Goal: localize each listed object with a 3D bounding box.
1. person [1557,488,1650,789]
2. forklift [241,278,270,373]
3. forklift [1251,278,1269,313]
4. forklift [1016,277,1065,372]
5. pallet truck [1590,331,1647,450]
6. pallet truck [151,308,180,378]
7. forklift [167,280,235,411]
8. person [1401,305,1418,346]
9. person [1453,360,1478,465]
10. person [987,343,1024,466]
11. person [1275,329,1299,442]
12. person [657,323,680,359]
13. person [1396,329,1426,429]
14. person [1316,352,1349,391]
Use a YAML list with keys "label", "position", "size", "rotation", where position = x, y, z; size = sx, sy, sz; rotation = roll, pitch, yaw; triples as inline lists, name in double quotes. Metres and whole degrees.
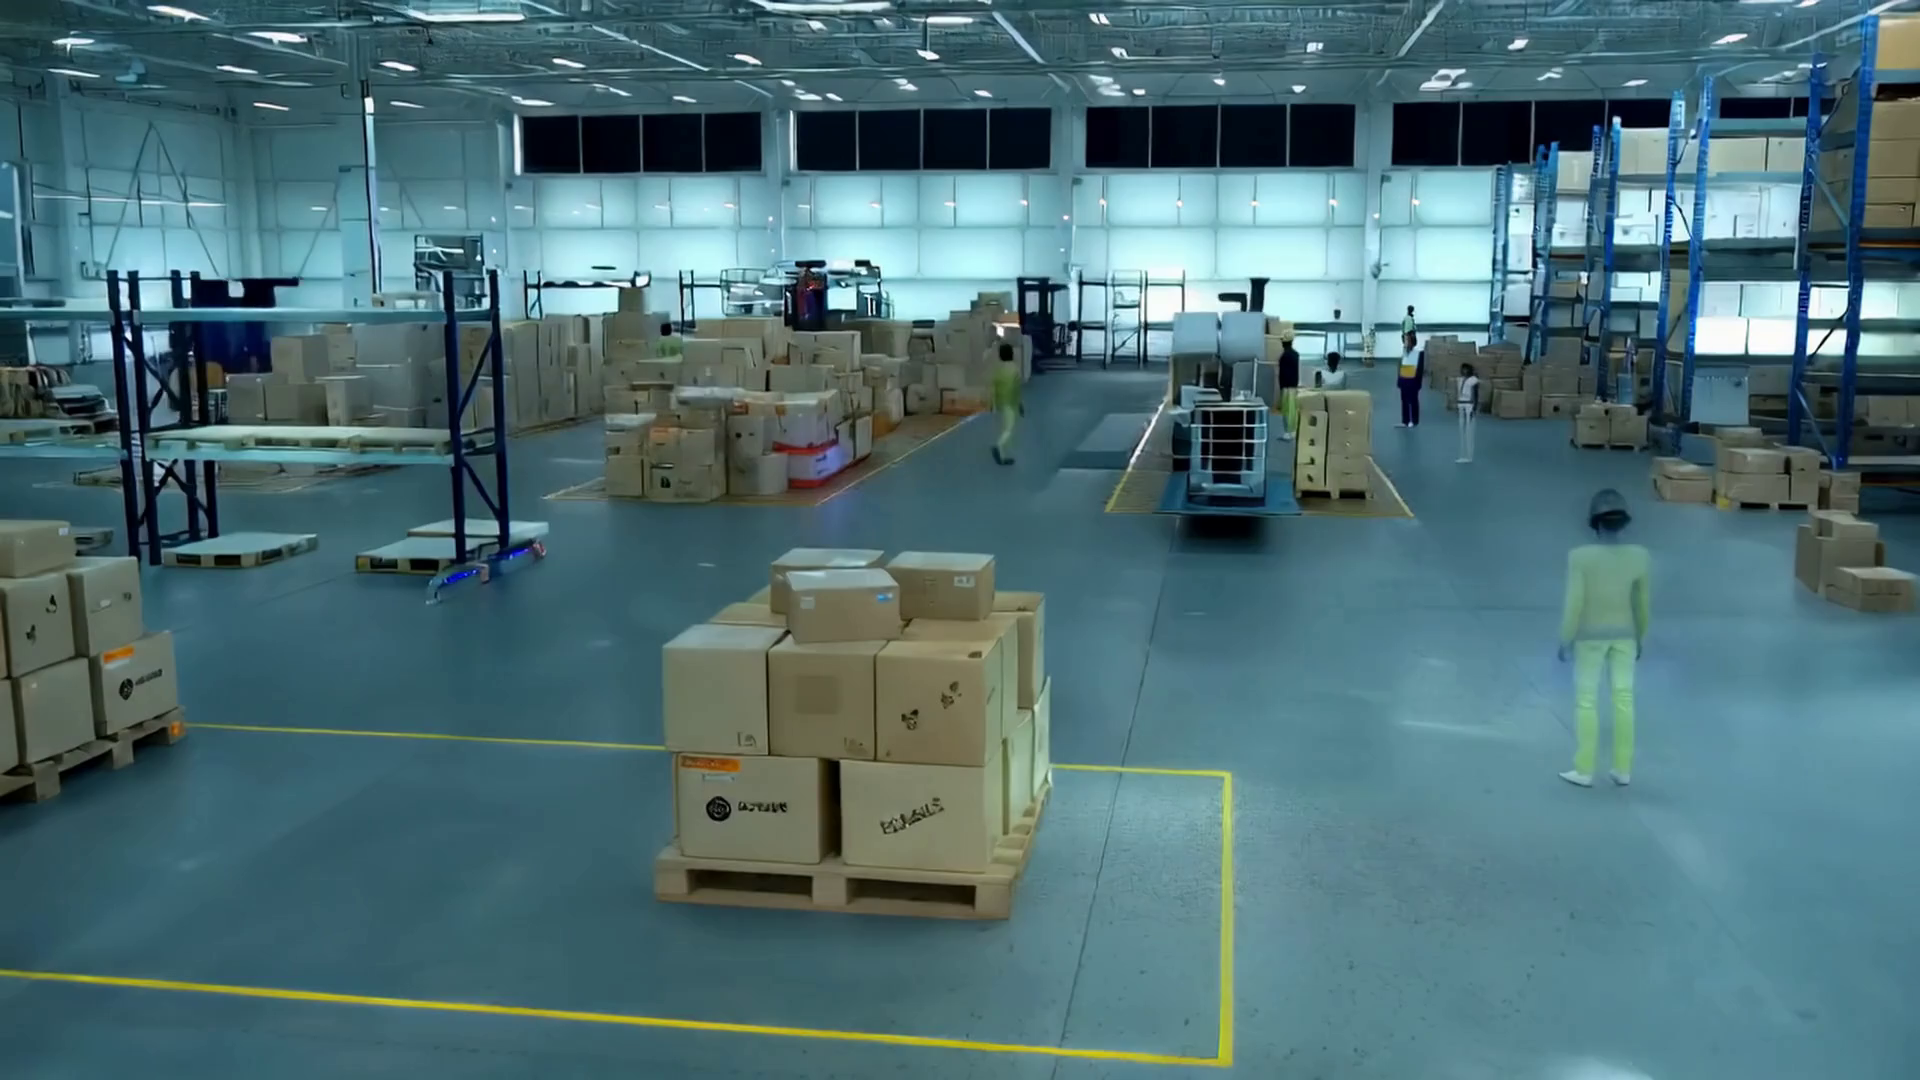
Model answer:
- label: "person"
  position: [3.769, 0.578, 9.779]
  size: [0.533, 1.767, 0.327]
  rotation: [-1, 9, -9]
- label: "forklift"
  position: [-18.112, -5.339, 42.845]
  size: [1.873, 2.768, 1.129]
  rotation: [-2, 9, -10]
- label: "forklift"
  position: [7.678, -5.359, 42.964]
  size: [1.873, 2.768, 1.129]
  rotation: [2, 9, 9]
- label: "forklift"
  position: [2.157, -6.481, 49.887]
  size: [1.129, 2.768, 1.873]
  rotation: [-6, 11, -31]
- label: "pallet truck"
  position: [11.253, -2.573, 28.499]
  size: [0.823, 1.965, 1.885]
  rotation: [5, 10, 27]
- label: "pallet truck"
  position: [-21.869, -5.598, 47.154]
  size: [0.823, 1.965, 1.885]
  rotation: [4, 10, 26]
- label: "forklift"
  position: [-15.893, -4.164, 35.595]
  size: [1.873, 2.768, 1.129]
  rotation: [-8, 12, -41]
- label: "person"
  position: [14.304, -6.506, 52.935]
  size: [0.543, 1.939, 0.360]
  rotation: [5, 10, 28]
- label: "person"
  position: [7.943, -1.998, 26.080]
  size: [0.323, 1.631, 0.524]
  rotation: [0, 9, 0]
- label: "person"
  position: [0.676, -2.075, 25.656]
  size: [0.645, 1.926, 0.608]
  rotation: [7, 12, 38]
- label: "person"
  position: [5.800, -2.732, 29.485]
  size: [0.396, 1.993, 0.618]
  rotation: [5, 10, 28]
- label: "person"
  position: [-6.140, -3.599, 35.007]
  size: [0.353, 1.937, 0.635]
  rotation: [6, 11, 33]
- label: "person"
  position: [8.683, -3.093, 31.985]
  size: [0.397, 1.911, 0.587]
  rotation: [-5, 11, -30]
- label: "person"
  position: [6.218, -2.289, 27.725]
  size: [0.530, 1.666, 0.708]
  rotation: [0, 9, 0]
